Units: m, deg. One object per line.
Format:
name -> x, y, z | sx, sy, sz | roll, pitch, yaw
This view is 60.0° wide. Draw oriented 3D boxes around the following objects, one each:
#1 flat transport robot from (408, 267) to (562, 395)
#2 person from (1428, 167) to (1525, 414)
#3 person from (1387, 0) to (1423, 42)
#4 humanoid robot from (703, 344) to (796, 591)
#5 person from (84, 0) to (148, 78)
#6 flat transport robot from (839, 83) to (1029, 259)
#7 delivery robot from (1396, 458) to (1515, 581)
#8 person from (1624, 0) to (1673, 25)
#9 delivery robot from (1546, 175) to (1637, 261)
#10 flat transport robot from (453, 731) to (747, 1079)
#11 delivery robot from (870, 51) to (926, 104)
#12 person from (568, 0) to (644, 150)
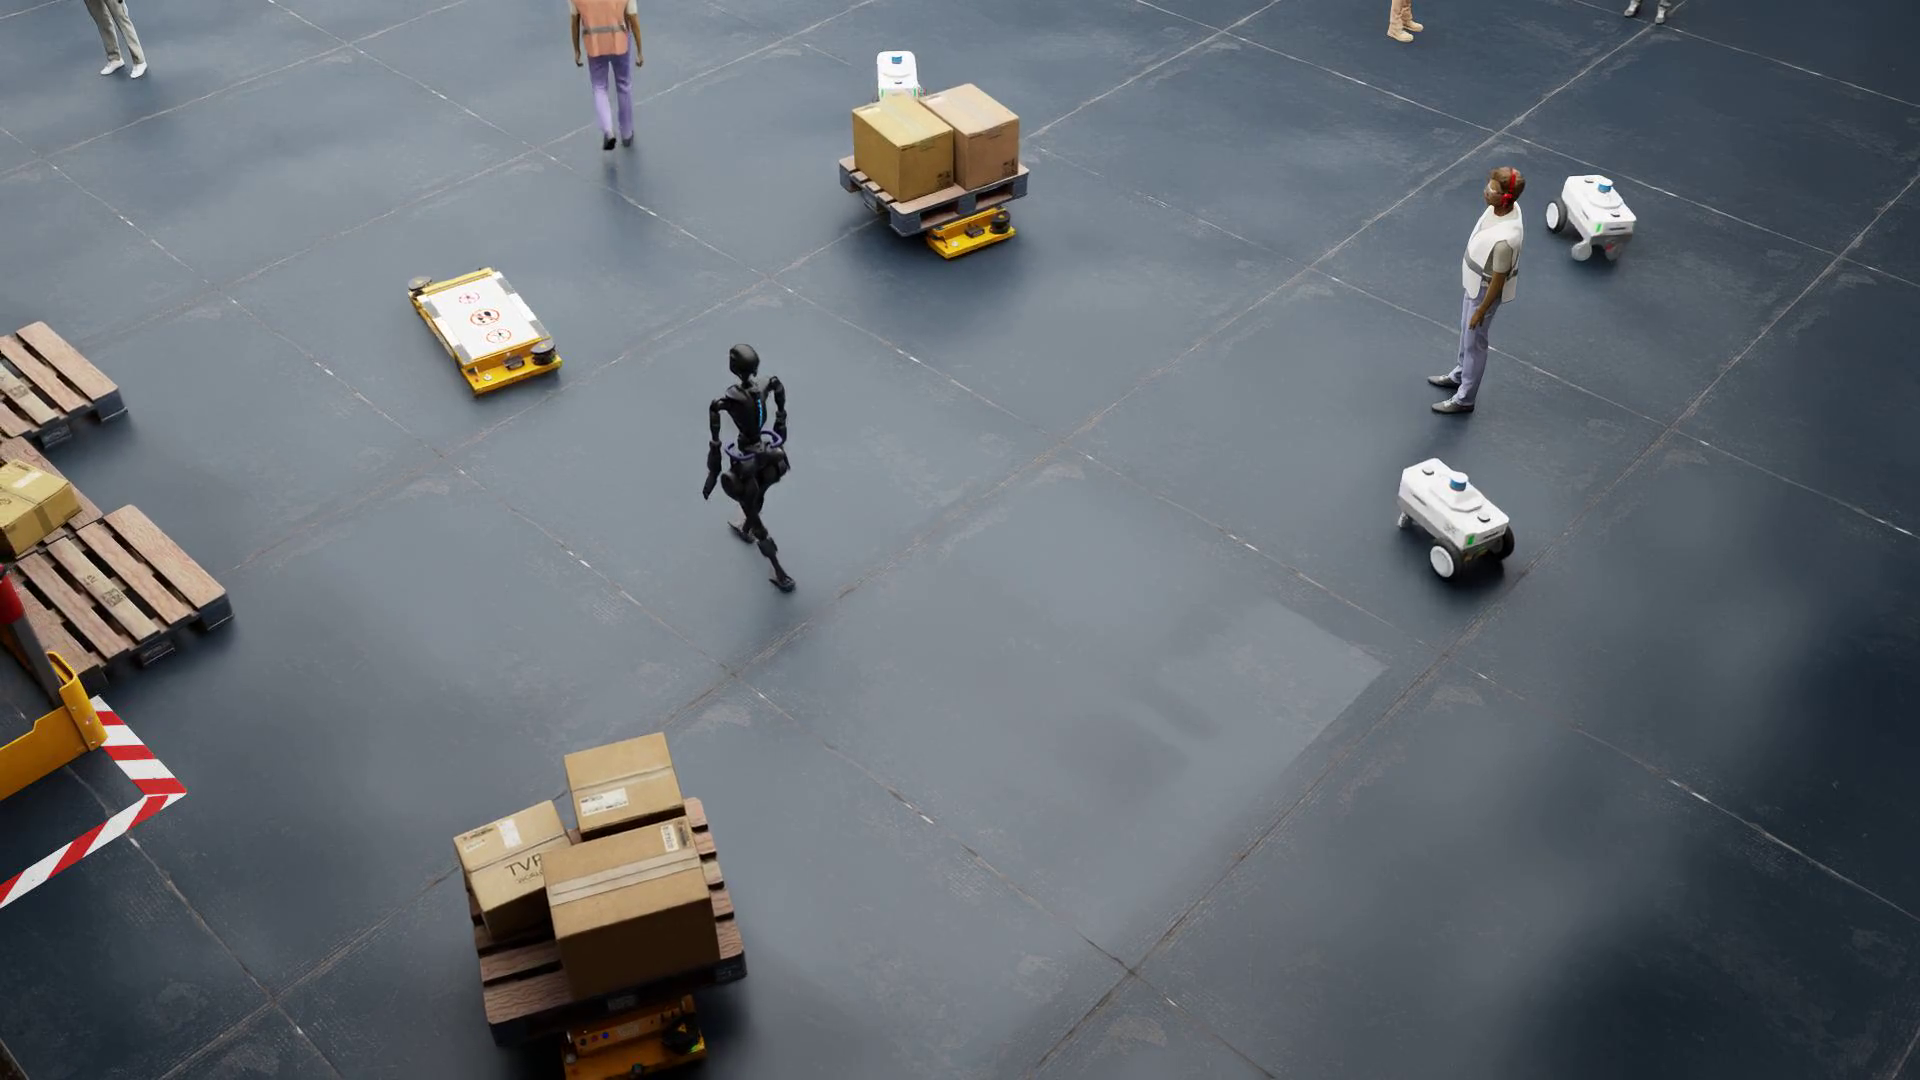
flat transport robot -> -3.533, -1.595, 12.299 | 0.659, 0.231, 1.431 | -23, 47, -24
person -> 3.528, -1.676, 11.207 | 0.390, 1.849, 0.565 | 6, 42, 6
person -> 4.318, -5.585, 15.628 | 0.320, 1.748, 0.470 | 24, 47, 24
humanoid robot -> -1.285, -0.479, 10.046 | 0.591, 1.626, 0.786 | -31, 50, -30
person -> -7.793, -4.986, 15.043 | 0.522, 1.636, 0.309 | 10, 43, 10
flat transport robot -> -0.219, -2.777, 13.612 | 0.659, 0.231, 1.431 | -24, 47, -24
delivery robot -> 3.117, -0.153, 10.485 | 0.517, 0.598, 0.769 | -20, 46, -21
person -> 6.791, -5.892, 15.908 | 0.574, 1.830, 0.389 | 21, 46, 22
delivery robot -> 5.028, -2.589, 13.182 | 0.522, 0.584, 0.751 | -5, 42, -5
flat transport robot -> -1.744, 2.021, 8.280 | 0.659, 0.231, 1.431 | -13, 44, -14
delivery robot -> -0.545, -4.040, 14.795 | 0.521, 0.585, 0.757 | -3, 42, -3
person -> -2.942, -4.108, 13.925 | 0.590, 1.825, 0.513 | -6, 42, -7
